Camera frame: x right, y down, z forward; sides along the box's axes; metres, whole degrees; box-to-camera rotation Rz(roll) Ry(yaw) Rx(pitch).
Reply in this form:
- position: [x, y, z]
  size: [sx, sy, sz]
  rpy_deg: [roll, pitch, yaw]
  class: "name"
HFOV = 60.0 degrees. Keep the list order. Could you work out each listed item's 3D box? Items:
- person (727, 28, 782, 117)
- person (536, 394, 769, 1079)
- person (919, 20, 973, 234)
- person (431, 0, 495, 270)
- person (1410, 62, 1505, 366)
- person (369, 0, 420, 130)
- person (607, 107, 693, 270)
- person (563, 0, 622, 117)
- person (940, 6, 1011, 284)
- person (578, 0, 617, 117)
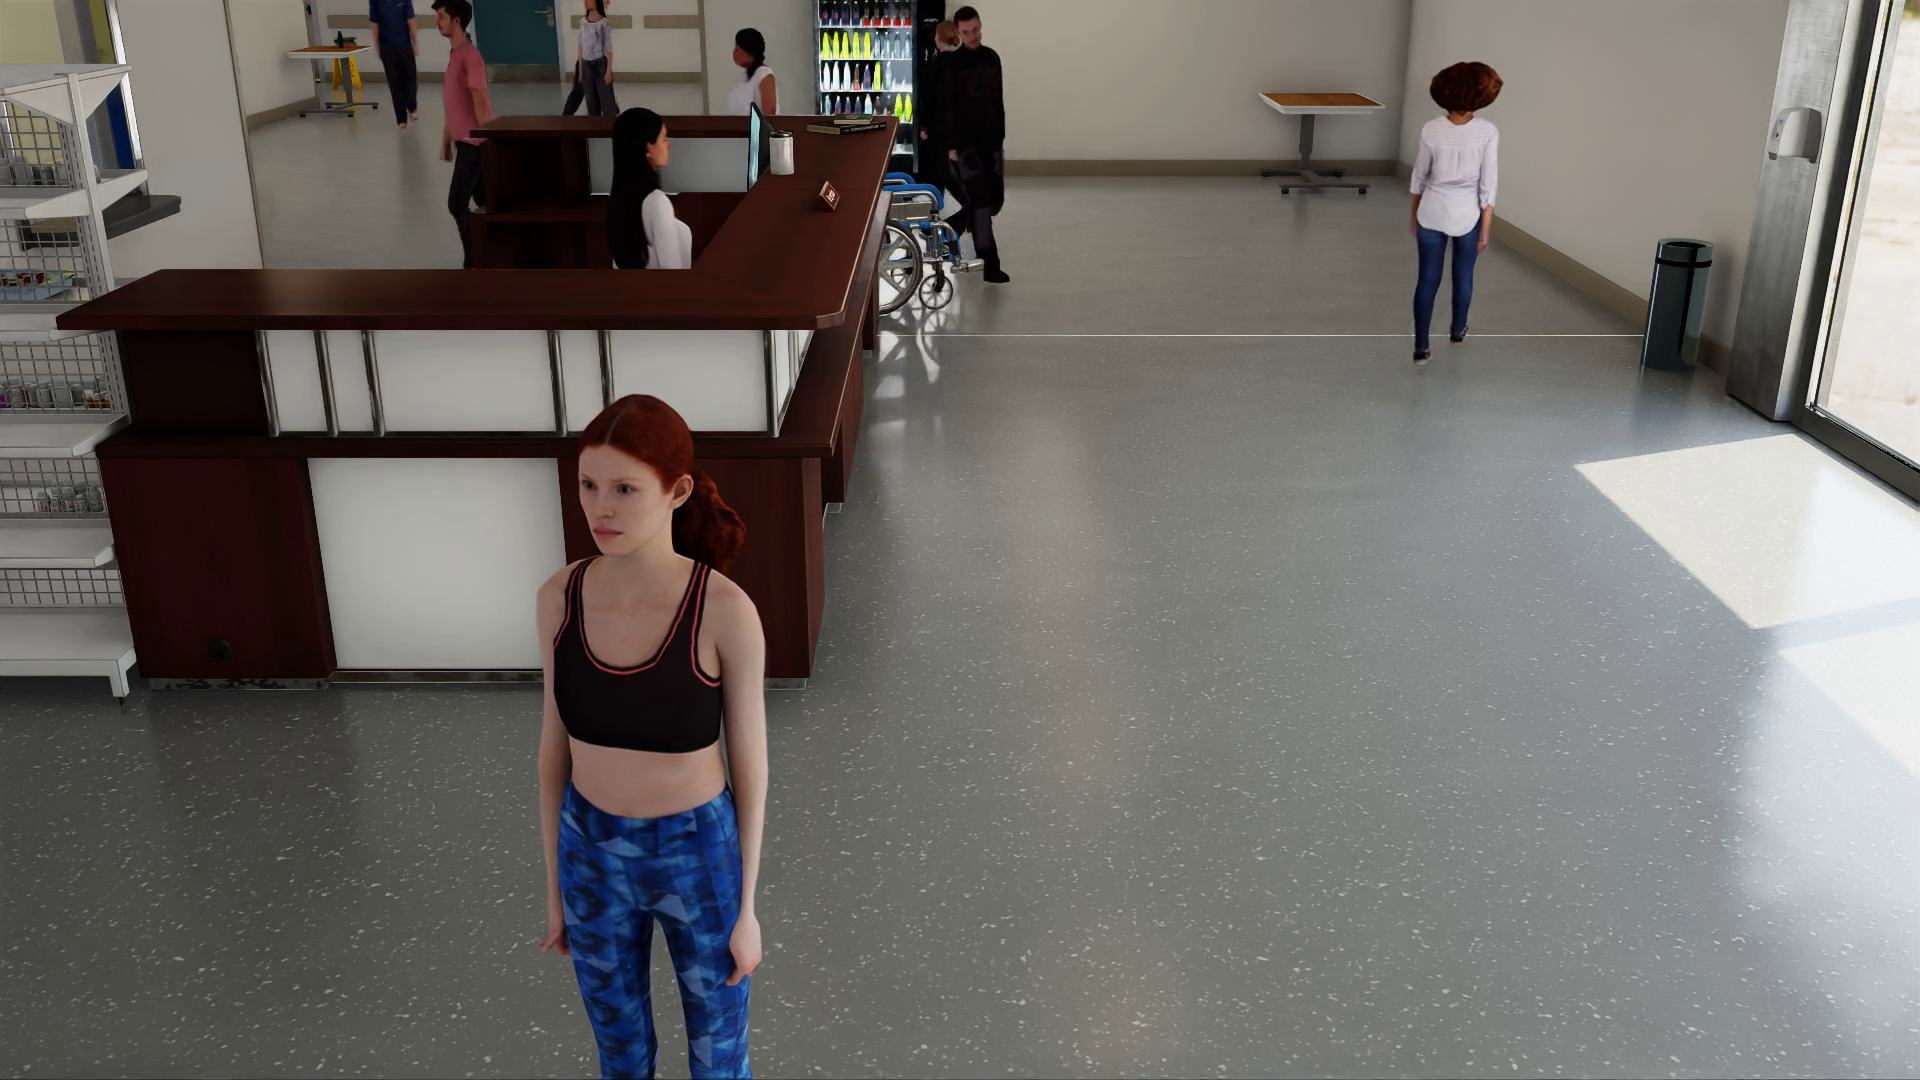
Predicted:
- position: [-1.459, -2.954, 12.445]
  size: [0.754, 1.678, 0.735]
  rpy_deg: [-6, 22, -15]
  class: "person"
- position: [-0.516, 0.619, 2.859]
  size: [0.593, 1.785, 0.683]
  rpy_deg: [5, 21, 13]
  class: "person"
- position: [-0.075, -3.232, 13.206]
  size: [1.043, 1.658, 1.085]
  rpy_deg: [-18, 27, -39]
  class: "person"
- position: [-3.250, -2.716, 11.447]
  size: [0.929, 1.940, 0.857]
  rpy_deg: [-11, 24, -28]
  class: "person"
- position: [2.755, -1.805, 9.422]
  size: [1.146, 1.669, 1.010]
  rpy_deg: [9, 22, 22]
  class: "person"
- position: [-6.756, -5.884, 19.931]
  size: [0.772, 1.854, 0.847]
  rpy_deg: [-7, 22, -17]
  class: "person"
- position: [-1.193, -0.742, 6.422]
  size: [0.716, 1.807, 0.688]
  rpy_deg: [-15, 25, -34]
  class: "person"
- position: [-4.197, -5.264, 18.576]
  size: [1.216, 1.654, 1.012]
  rpy_deg: [-14, 25, -33]
  class: "person"
- position: [0.062, -2.719, 11.553]
  size: [1.166, 1.870, 1.125]
  rpy_deg: [19, 28, 41]
  class: "person"
- position: [-3.881, -5.021, 17.826]
  size: [0.629, 1.732, 0.741]
  rpy_deg: [12, 24, 29]
  class: "person"
